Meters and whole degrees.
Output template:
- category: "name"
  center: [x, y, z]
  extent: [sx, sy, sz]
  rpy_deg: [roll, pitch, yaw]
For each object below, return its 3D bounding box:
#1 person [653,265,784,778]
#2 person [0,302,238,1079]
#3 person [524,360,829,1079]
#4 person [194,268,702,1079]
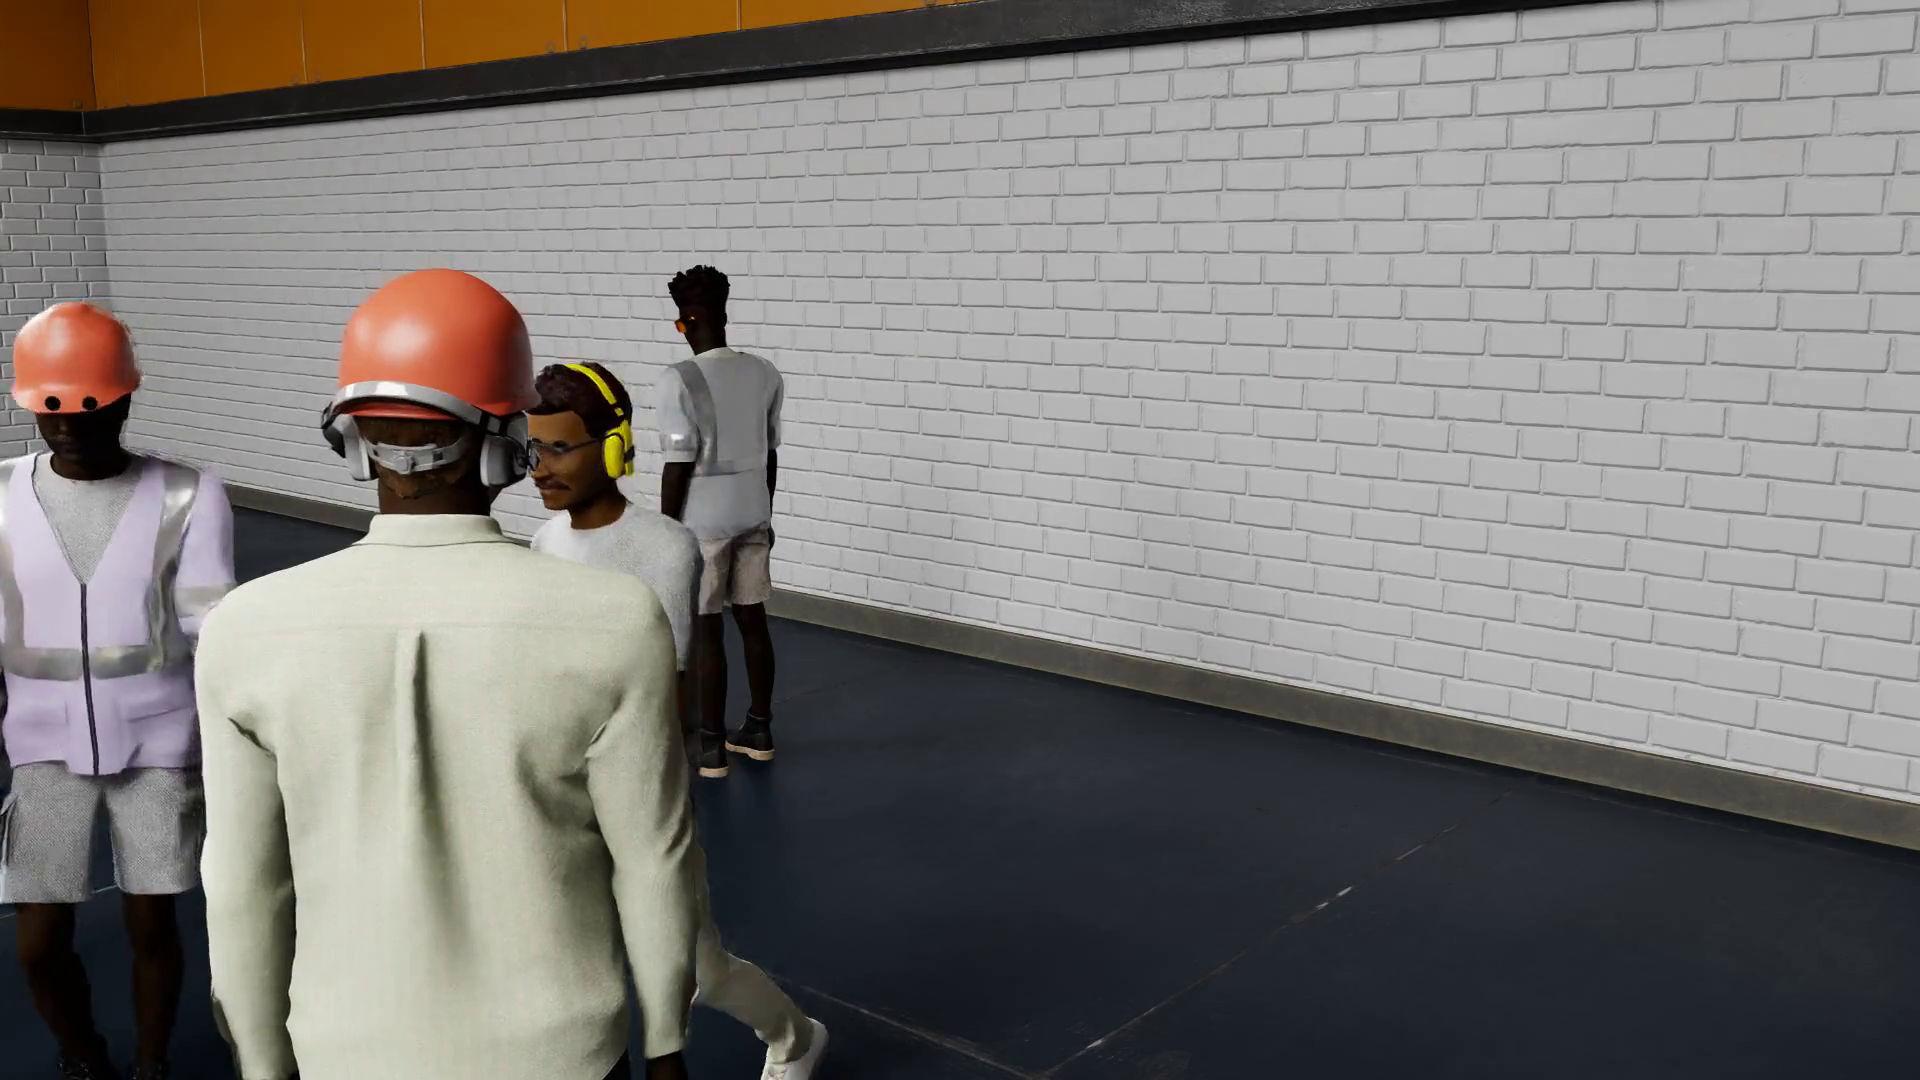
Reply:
- category: "person"
  center: [-0.942, -0.069, 6.405]
  extent: [0.380, 1.959, 0.603]
  rpy_deg: [8, 13, 38]
- category: "person"
  center: [-1.811, 0.457, 3.555]
  extent: [0.551, 1.910, 0.474]
  rpy_deg: [-3, 10, -18]
- category: "person"
  center: [-0.637, 0.528, 3.438]
  extent: [0.481, 1.823, 0.955]
  rpy_deg: [6, 12, 32]
- category: "person"
  center: [-0.642, 0.654, 2.186]
  extent: [0.612, 1.996, 0.389]
  rpy_deg: [0, 10, -2]
